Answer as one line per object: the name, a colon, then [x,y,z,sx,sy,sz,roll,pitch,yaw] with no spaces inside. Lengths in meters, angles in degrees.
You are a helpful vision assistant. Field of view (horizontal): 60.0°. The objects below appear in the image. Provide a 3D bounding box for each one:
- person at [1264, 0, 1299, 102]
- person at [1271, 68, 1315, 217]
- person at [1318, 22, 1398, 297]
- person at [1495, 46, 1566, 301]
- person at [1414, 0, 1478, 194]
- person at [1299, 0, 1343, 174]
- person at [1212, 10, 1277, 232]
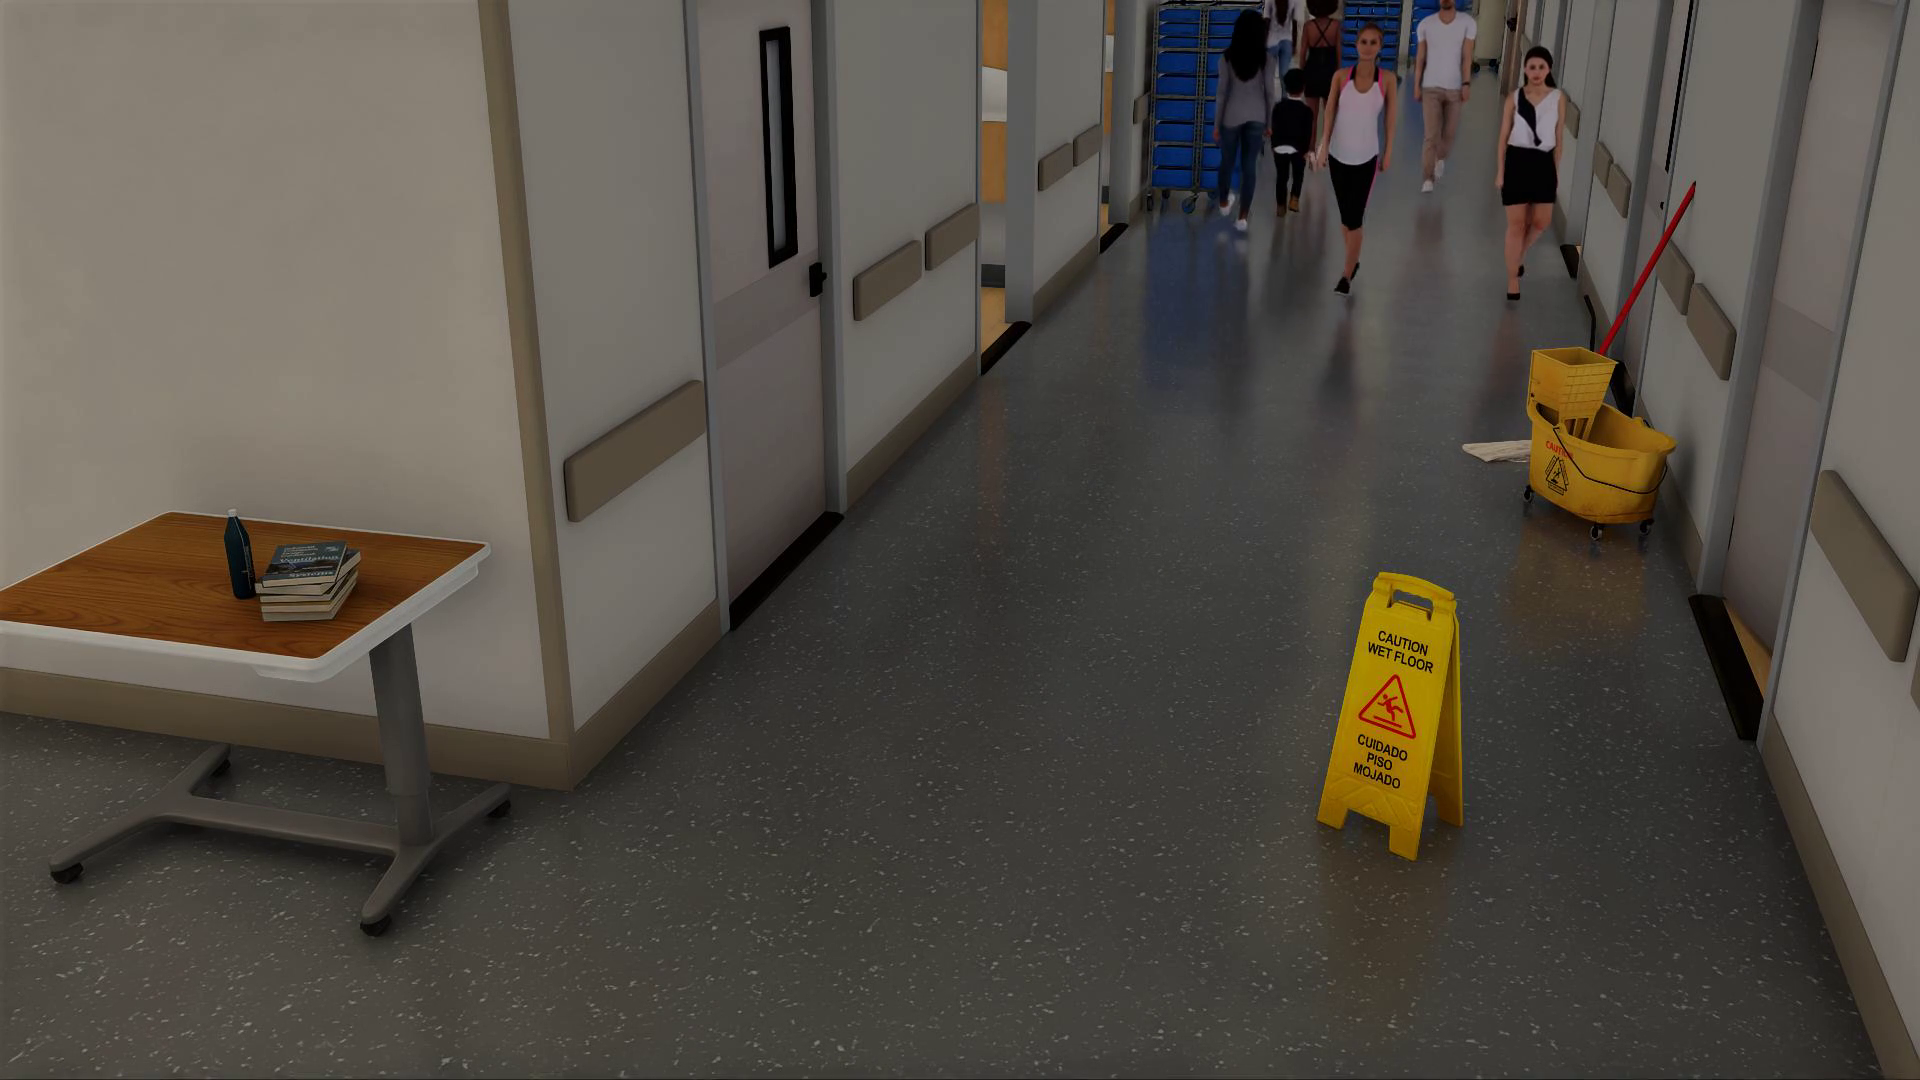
person: [3.986,-6.092,20.669,0.805,1.680,1.197,0,21,1]
person: [2.799,-3.362,14.116,0.502,1.215,0.472,6,22,15]
person: [2.667,-2.548,11.223,0.745,1.742,1.175,9,23,23]
person: [3.761,-2.420,11.041,0.606,1.633,0.716,3,21,8]
person: [4.443,-4.152,15.281,0.679,1.869,1.020,5,21,14]
person: [3.529,-4.482,16.282,0.593,1.777,0.607,4,21,12]
person: [2.279,-3.288,13.264,0.618,1.682,1.122,3,21,8]
